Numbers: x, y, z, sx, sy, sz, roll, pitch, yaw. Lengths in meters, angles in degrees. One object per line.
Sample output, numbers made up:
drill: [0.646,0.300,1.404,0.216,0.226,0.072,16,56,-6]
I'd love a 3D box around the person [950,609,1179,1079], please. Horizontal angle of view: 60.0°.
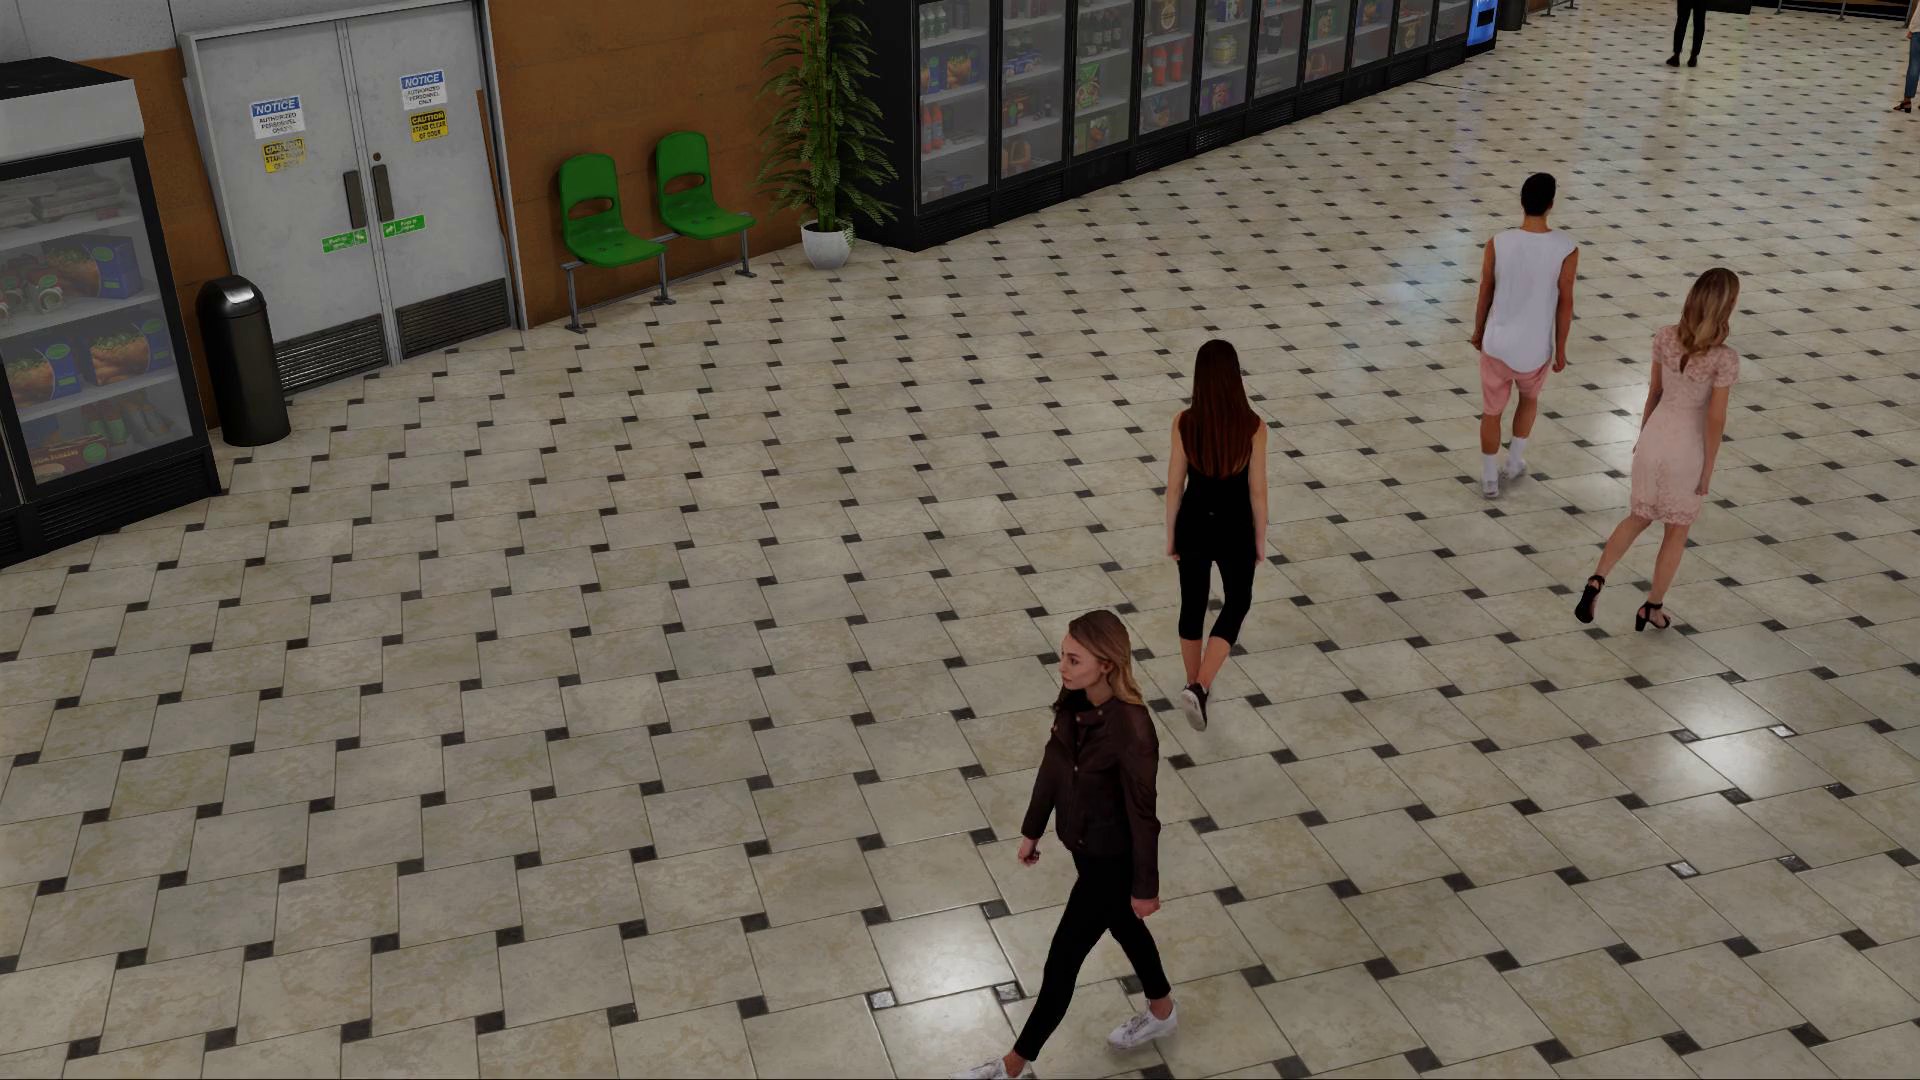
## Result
person: [0.512,0.963,5.134,0.992,1.656,1.109,-12,29,-22]

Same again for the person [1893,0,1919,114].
person: [10.318,-5.405,17.663,0.668,1.680,0.765,2,27,4]

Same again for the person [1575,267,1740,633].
person: [3.164,-0.342,7.534,0.788,1.812,0.892,-17,32,-30]

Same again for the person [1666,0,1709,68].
person: [8.792,-6.607,19.879,0.680,1.819,0.804,4,27,7]

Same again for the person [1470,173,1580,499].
person: [2.996,-1.049,8.971,0.770,1.772,0.846,10,29,19]

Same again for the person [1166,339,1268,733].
person: [1.032,0.026,6.919,0.906,1.711,0.815,10,29,19]
